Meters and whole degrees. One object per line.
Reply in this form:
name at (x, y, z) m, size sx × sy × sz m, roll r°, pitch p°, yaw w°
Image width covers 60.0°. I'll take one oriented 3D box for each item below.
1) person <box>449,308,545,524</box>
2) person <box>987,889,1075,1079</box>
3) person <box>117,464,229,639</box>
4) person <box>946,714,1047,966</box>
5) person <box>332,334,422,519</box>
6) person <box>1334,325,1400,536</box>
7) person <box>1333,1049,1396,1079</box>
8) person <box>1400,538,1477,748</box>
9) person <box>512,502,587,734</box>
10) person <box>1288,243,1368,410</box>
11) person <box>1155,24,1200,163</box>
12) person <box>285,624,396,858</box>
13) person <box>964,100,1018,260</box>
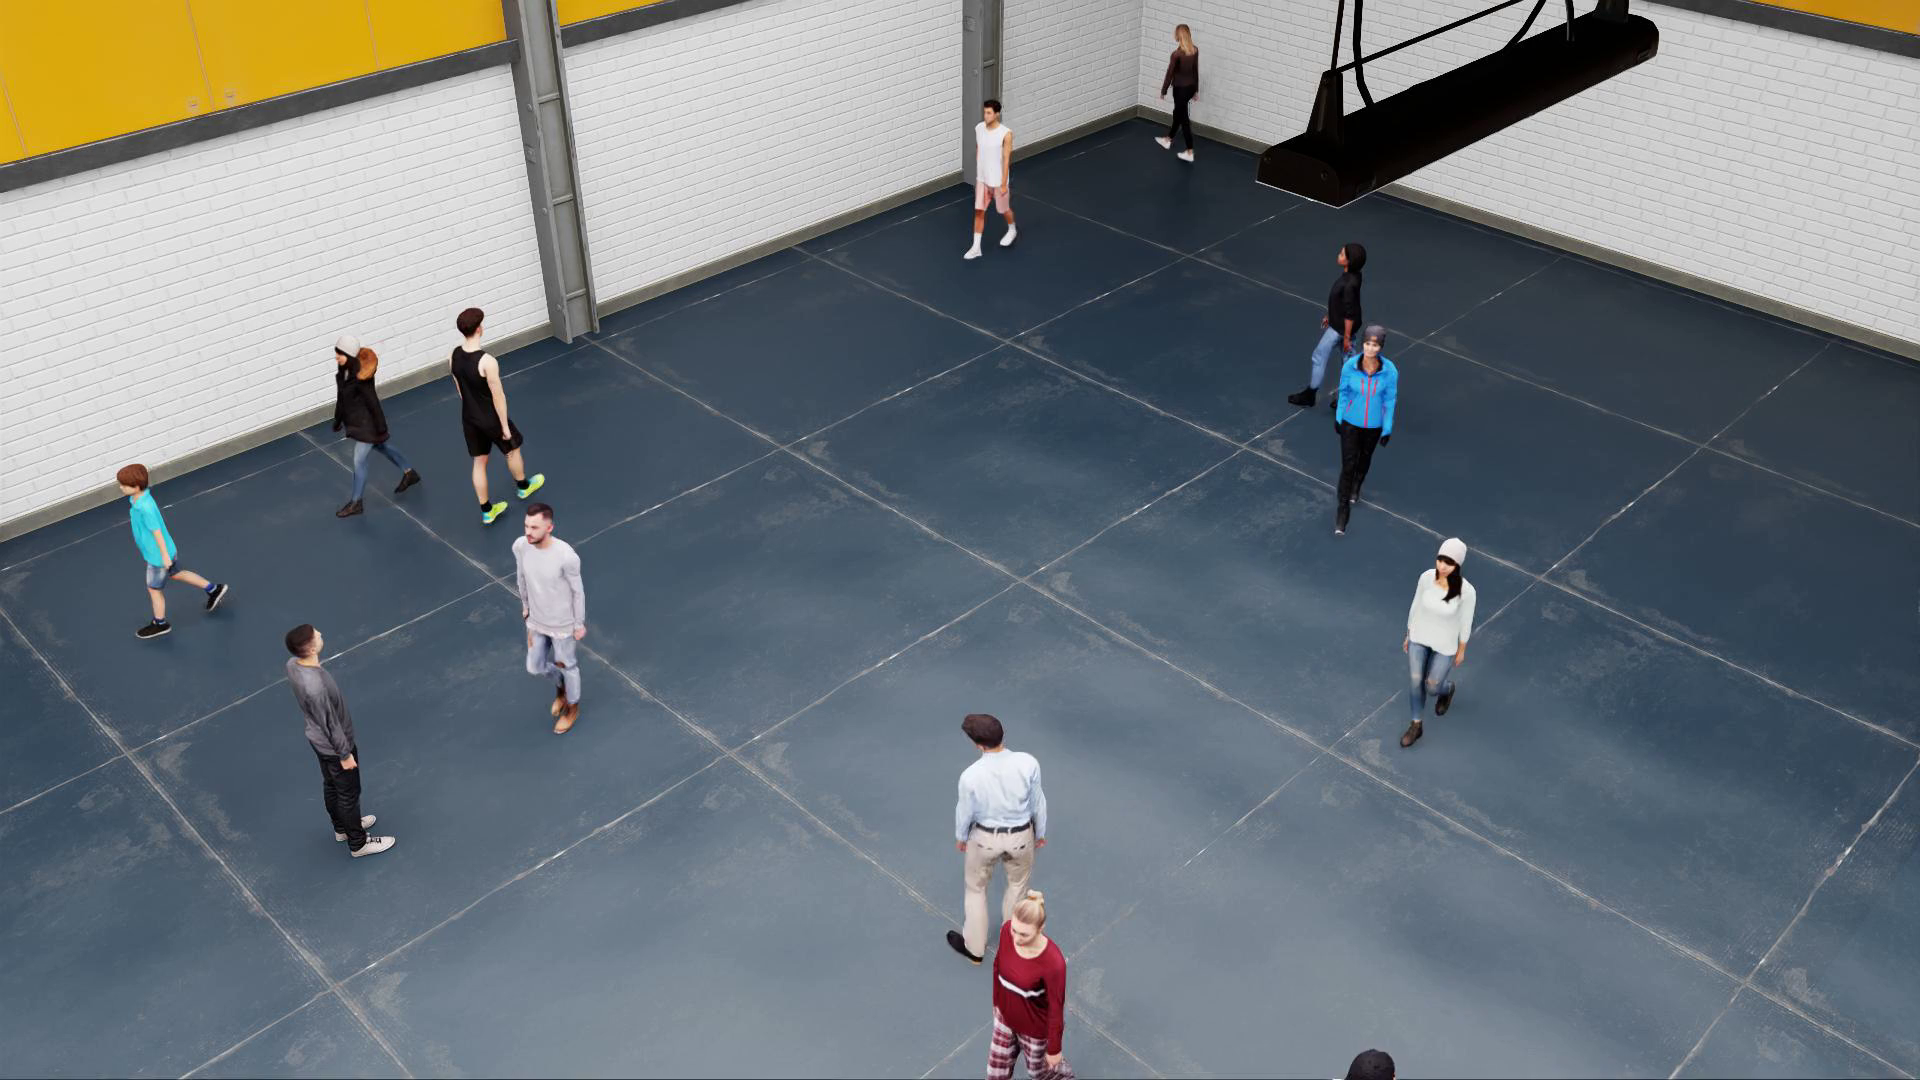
person at (-3.979, -0.974, 13.743) m, size 0.935 × 1.865 × 1.087 m, roll 13°, pitch 36°, yaw 18°
person at (0.400, 2.468, 8.731) m, size 0.705 × 1.683 × 0.962 m, roll 23°, pitch 40°, yaw 31°
person at (-6.014, 0.038, 12.617) m, size 0.988 × 1.427 × 0.660 m, roll -19°, pitch 38°, yaw -27°
person at (0.263, 1.725, 9.715) m, size 0.809 × 1.831 × 0.890 m, roll 6°, pitch 34°, yaw 9°
person at (-4.956, -1.016, 14.048) m, size 1.064 × 1.599 × 0.697 m, roll -25°, pitch 41°, yaw -32°
person at (3.376, -0.982, 13.864) m, size 0.972 × 1.745 × 1.235 m, roll 11°, pitch 35°, yaw 16°
person at (1.767, 3.058, 7.768) m, size 0.775 × 1.765 × 0.693 m, roll -22°, pitch 39°, yaw -29°
person at (3.301, 0.676, 11.473) m, size 0.603 × 1.632 × 0.810 m, roll 25°, pitch 41°, yaw 33°
person at (-2.793, 0.488, 11.572) m, size 0.792 × 1.835 × 0.779 m, roll 12°, pitch 36°, yaw 18°
person at (3.630, -1.928, 15.346) m, size 0.830 × 1.681 × 0.907 m, roll 14°, pitch 36°, yaw 20°
person at (2.856, -5.558, 20.814) m, size 0.860 × 1.674 × 0.660 m, roll -29°, pitch 43°, yaw -36°
person at (-3.969, 1.255, 10.485) m, size 0.558 × 1.760 × 0.632 m, roll -25°, pitch 41°, yaw -32°
person at (0.432, -4.021, 18.437) m, size 0.773 × 1.745 × 1.163 m, roll 22°, pitch 40°, yaw 30°
